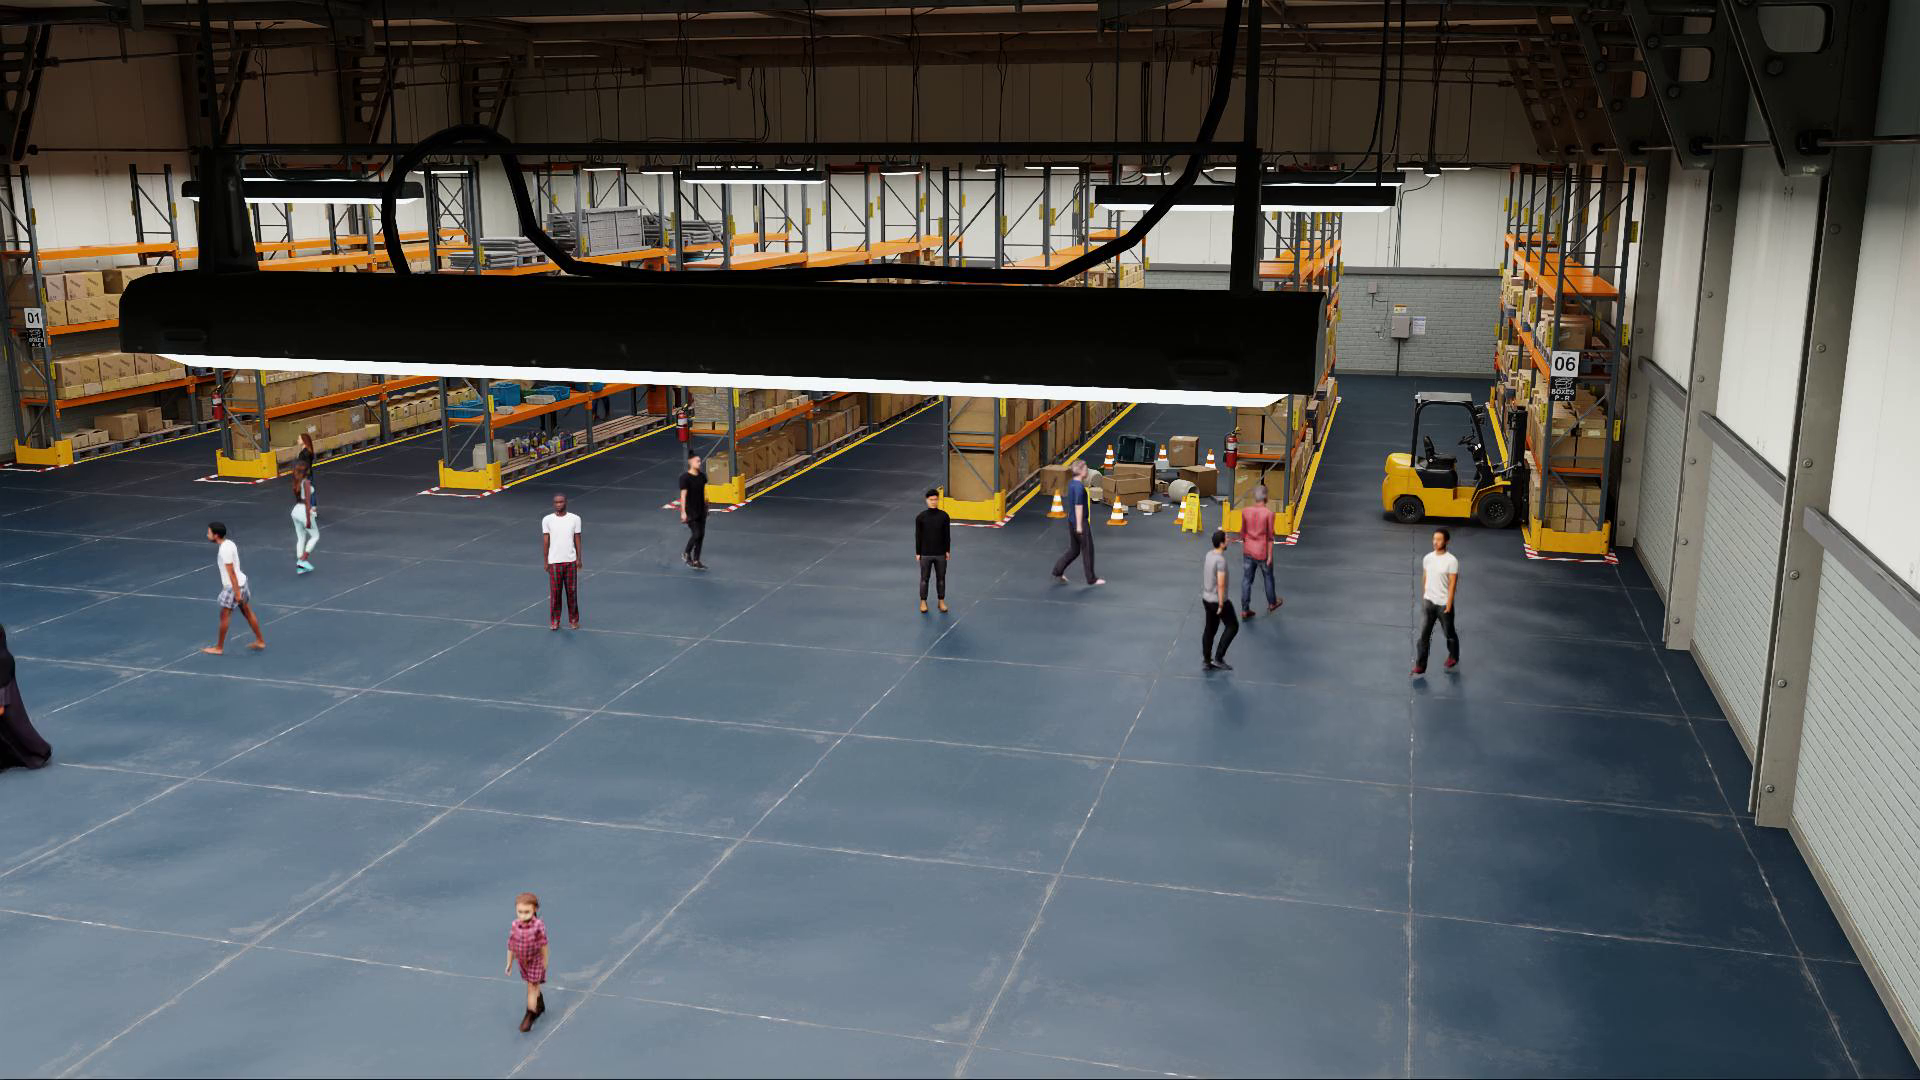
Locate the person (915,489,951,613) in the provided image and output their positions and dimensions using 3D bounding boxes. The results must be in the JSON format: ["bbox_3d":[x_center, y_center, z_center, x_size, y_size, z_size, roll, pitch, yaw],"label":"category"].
[{"bbox_3d":[-0.377,0.134,23.049,0.702,1.720,0.658,-2,13,-7],"label":"person"}]

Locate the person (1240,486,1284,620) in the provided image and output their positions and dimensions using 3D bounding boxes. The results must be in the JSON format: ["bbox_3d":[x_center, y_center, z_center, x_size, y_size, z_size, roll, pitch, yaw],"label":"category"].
[{"bbox_3d":[4.000,0.194,22.618,0.980,1.798,1.193,10,16,36],"label":"person"}]

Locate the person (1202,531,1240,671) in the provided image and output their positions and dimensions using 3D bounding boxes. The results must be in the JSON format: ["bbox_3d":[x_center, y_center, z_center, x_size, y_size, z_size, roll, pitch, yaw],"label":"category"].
[{"bbox_3d":[3.071,0.750,20.337,0.804,1.744,0.729,-5,14,-22],"label":"person"}]

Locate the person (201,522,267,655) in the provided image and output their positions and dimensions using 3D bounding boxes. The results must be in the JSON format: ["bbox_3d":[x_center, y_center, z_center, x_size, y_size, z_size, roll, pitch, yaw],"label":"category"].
[{"bbox_3d":[-9.134,0.611,21.070,1.018,1.683,1.039,-3,13,-12],"label":"person"}]

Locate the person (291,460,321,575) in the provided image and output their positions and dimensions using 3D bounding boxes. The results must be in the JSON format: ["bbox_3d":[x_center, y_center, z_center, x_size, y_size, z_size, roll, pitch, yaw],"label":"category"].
[{"bbox_3d":[-9.973,-0.323,25.062,0.699,1.701,0.736,11,17,38],"label":"person"}]

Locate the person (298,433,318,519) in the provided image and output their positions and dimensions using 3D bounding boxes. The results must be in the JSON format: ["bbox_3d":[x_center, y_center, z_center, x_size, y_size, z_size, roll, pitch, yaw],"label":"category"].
[{"bbox_3d":[-11.408,-1.141,29.079,0.698,1.483,0.628,-6,15,-26],"label":"person"}]

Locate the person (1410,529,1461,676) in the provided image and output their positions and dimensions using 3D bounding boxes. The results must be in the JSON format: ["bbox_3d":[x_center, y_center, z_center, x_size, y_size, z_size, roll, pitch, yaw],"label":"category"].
[{"bbox_3d":[5.897,0.759,20.252,0.980,1.765,1.231,12,17,41],"label":"person"}]

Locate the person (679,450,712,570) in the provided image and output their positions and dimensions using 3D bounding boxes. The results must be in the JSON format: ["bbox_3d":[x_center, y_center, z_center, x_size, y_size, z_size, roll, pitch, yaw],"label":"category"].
[{"bbox_3d":[-4.098,-0.459,25.317,0.855,1.852,0.741,9,16,34],"label":"person"}]

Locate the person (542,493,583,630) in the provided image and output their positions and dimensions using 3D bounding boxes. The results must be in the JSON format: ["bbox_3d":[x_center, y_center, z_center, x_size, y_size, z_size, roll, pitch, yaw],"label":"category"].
[{"bbox_3d":[-5.306,0.271,22.203,0.731,1.836,0.702,-3,13,-12],"label":"person"}]

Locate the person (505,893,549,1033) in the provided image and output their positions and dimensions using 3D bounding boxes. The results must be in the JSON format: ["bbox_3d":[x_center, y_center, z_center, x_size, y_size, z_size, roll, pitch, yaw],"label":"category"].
[{"bbox_3d":[-3.118,3.026,12.146,0.461,1.004,0.686,2,13,10],"label":"person"}]

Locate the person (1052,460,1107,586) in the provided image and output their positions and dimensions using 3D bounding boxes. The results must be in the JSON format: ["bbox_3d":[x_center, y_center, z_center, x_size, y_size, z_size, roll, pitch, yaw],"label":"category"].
[{"bbox_3d":[1.672,-0.240,24.384,0.943,1.847,1.052,-1,13,-5],"label":"person"}]

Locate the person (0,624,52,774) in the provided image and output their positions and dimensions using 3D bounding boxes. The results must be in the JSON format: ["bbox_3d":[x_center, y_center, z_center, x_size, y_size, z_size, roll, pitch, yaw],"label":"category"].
[{"bbox_3d":[-9.708,1.600,16.982,0.902,1.602,1.181,10,17,38],"label":"person"}]
